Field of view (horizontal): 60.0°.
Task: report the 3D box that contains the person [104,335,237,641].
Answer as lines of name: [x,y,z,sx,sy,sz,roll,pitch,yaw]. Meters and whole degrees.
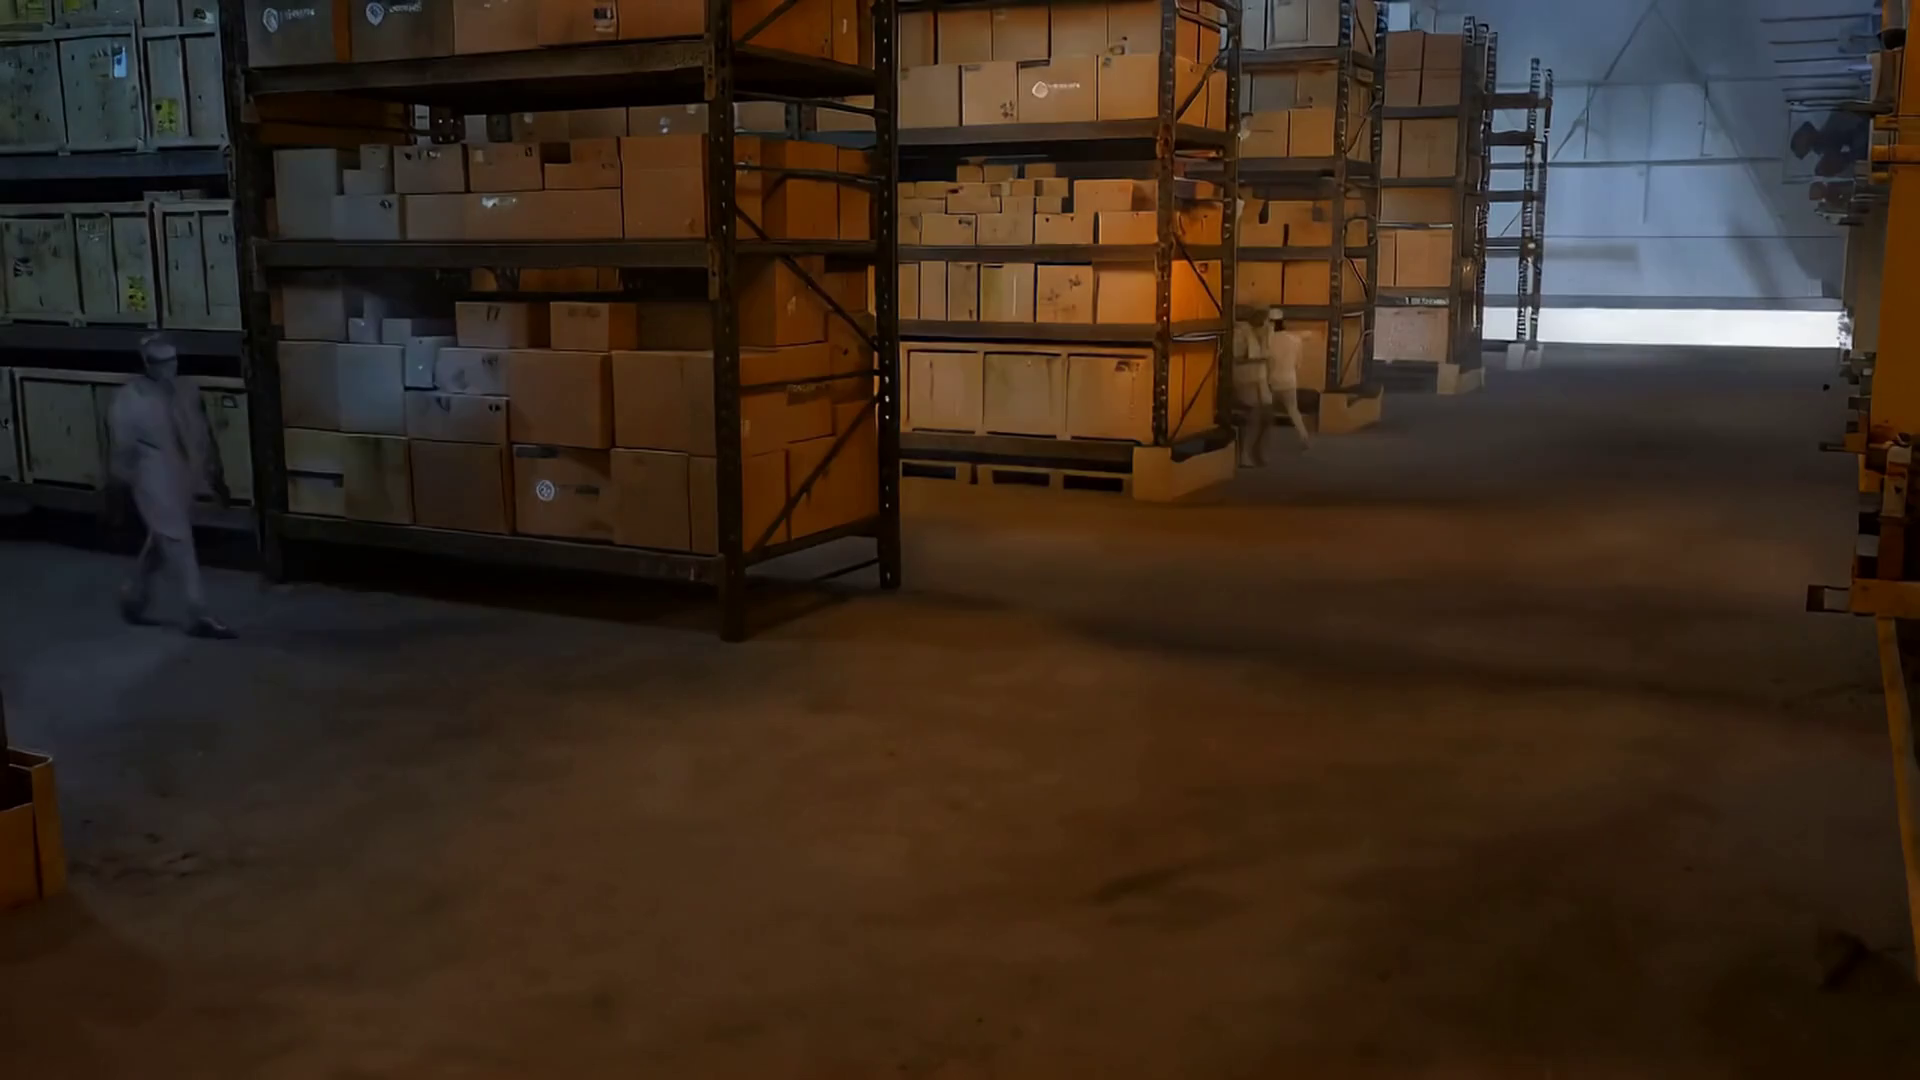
person: [-4.871,-0.331,10.176,1.037,1.857,0.633,3,10,19]

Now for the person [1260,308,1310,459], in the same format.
person: [3.688,-1.777,18.930,0.584,1.711,0.836,-5,11,-25]

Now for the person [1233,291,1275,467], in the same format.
person: [3.205,-1.740,18.102,0.578,1.913,0.528,-5,11,-28]

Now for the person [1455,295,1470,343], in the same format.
person: [9.538,-3.939,31.782,0.505,1.594,0.903,0,10,-3]
